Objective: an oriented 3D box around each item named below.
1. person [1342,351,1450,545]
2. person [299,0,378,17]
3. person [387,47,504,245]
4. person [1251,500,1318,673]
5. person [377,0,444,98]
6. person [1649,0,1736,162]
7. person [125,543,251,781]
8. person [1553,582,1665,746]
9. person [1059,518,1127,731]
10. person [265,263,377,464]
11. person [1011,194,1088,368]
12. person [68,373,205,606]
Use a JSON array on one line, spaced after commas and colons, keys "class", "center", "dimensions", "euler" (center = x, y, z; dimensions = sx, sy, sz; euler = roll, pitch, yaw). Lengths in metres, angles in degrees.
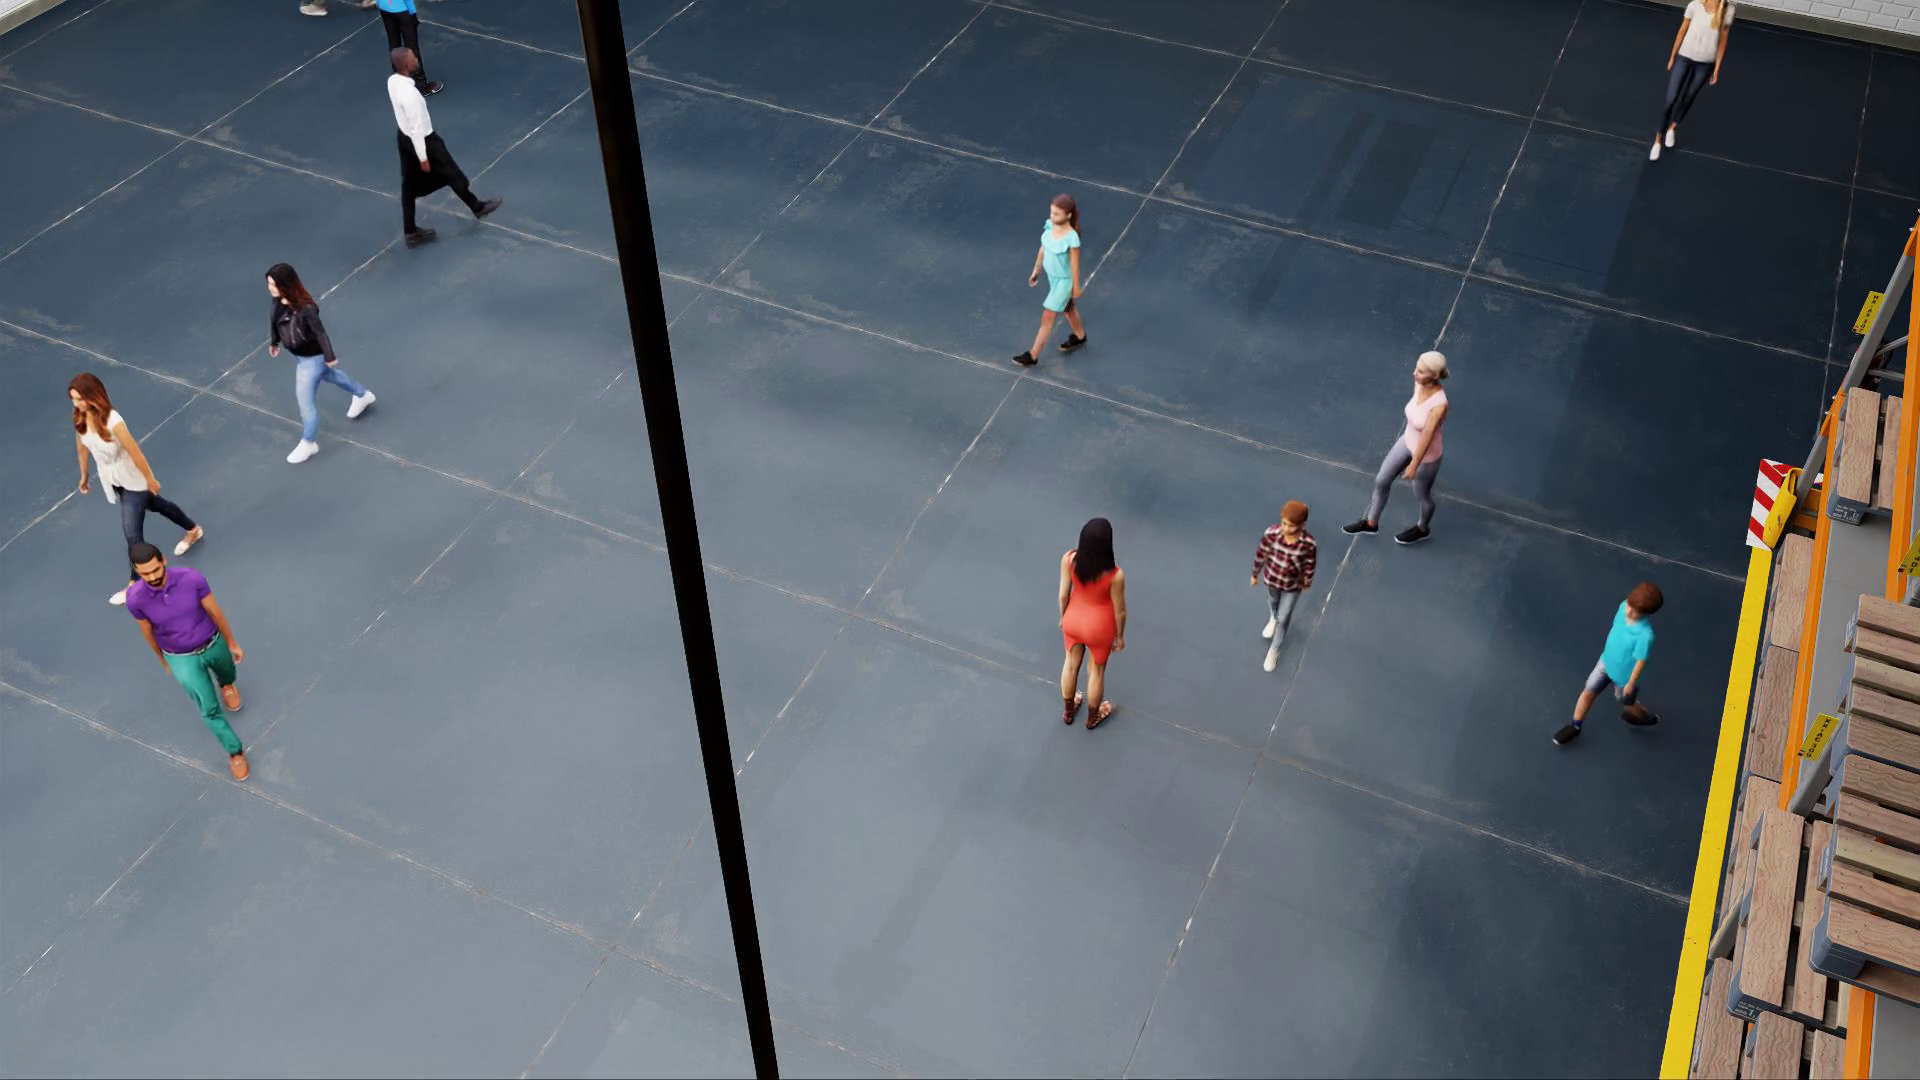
[{"class": "person", "center": [3.311, -0.636, 11.689], "dimensions": [0.919, 1.699, 0.880], "euler": [-13, 45, -13]}, {"class": "person", "center": [-6.669, -6.428, 17.835], "dimensions": [1.135, 1.608, 1.126], "euler": [-11, 45, -11]}, {"class": "person", "center": [-4.809, -3.396, 14.516], "dimensions": [1.276, 1.797, 1.033], "euler": [-28, 50, -26]}, {"class": "person", "center": [2.188, 0.198, 11.117], "dimensions": [0.556, 1.282, 0.799], "euler": [20, 47, 19]}, {"class": "person", "center": [-5.596, -5.260, 16.476], "dimensions": [0.607, 1.793, 0.528], "euler": [19, 47, 19]}, {"class": "person", "center": [6.947, -4.546, 15.730], "dimensions": [0.677, 1.788, 0.925], "euler": [11, 45, 11]}, {"class": "person", "center": [-4.758, 0.619, 10.343], "dimensions": [1.160, 1.739, 1.082], "euler": [-25, 49, -24]}, {"class": "person", "center": [4.216, 0.764, 10.429], "dimensions": [0.968, 1.411, 0.921], "euler": [-10, 44, -10]}, {"class": "person", "center": [0.810, 0.536, 10.449], "dimensions": [0.583, 1.713, 0.504], "euler": [19, 47, 19]}, {"class": "person", "center": [-4.879, -1.444, 12.617], "dimensions": [0.863, 1.589, 1.190], "euler": [31, 52, 29]}, {"class": "person", "center": [0.875, -2.123, 13.380], "dimensions": [1.055, 1.520, 0.929], "euler": [-19, 47, -19]}, {"class": "person", "center": [-5.684, -0.469, 11.488], "dimensions": [0.649, 1.736, 1.113], "euler": [22, 48, 21]}]
